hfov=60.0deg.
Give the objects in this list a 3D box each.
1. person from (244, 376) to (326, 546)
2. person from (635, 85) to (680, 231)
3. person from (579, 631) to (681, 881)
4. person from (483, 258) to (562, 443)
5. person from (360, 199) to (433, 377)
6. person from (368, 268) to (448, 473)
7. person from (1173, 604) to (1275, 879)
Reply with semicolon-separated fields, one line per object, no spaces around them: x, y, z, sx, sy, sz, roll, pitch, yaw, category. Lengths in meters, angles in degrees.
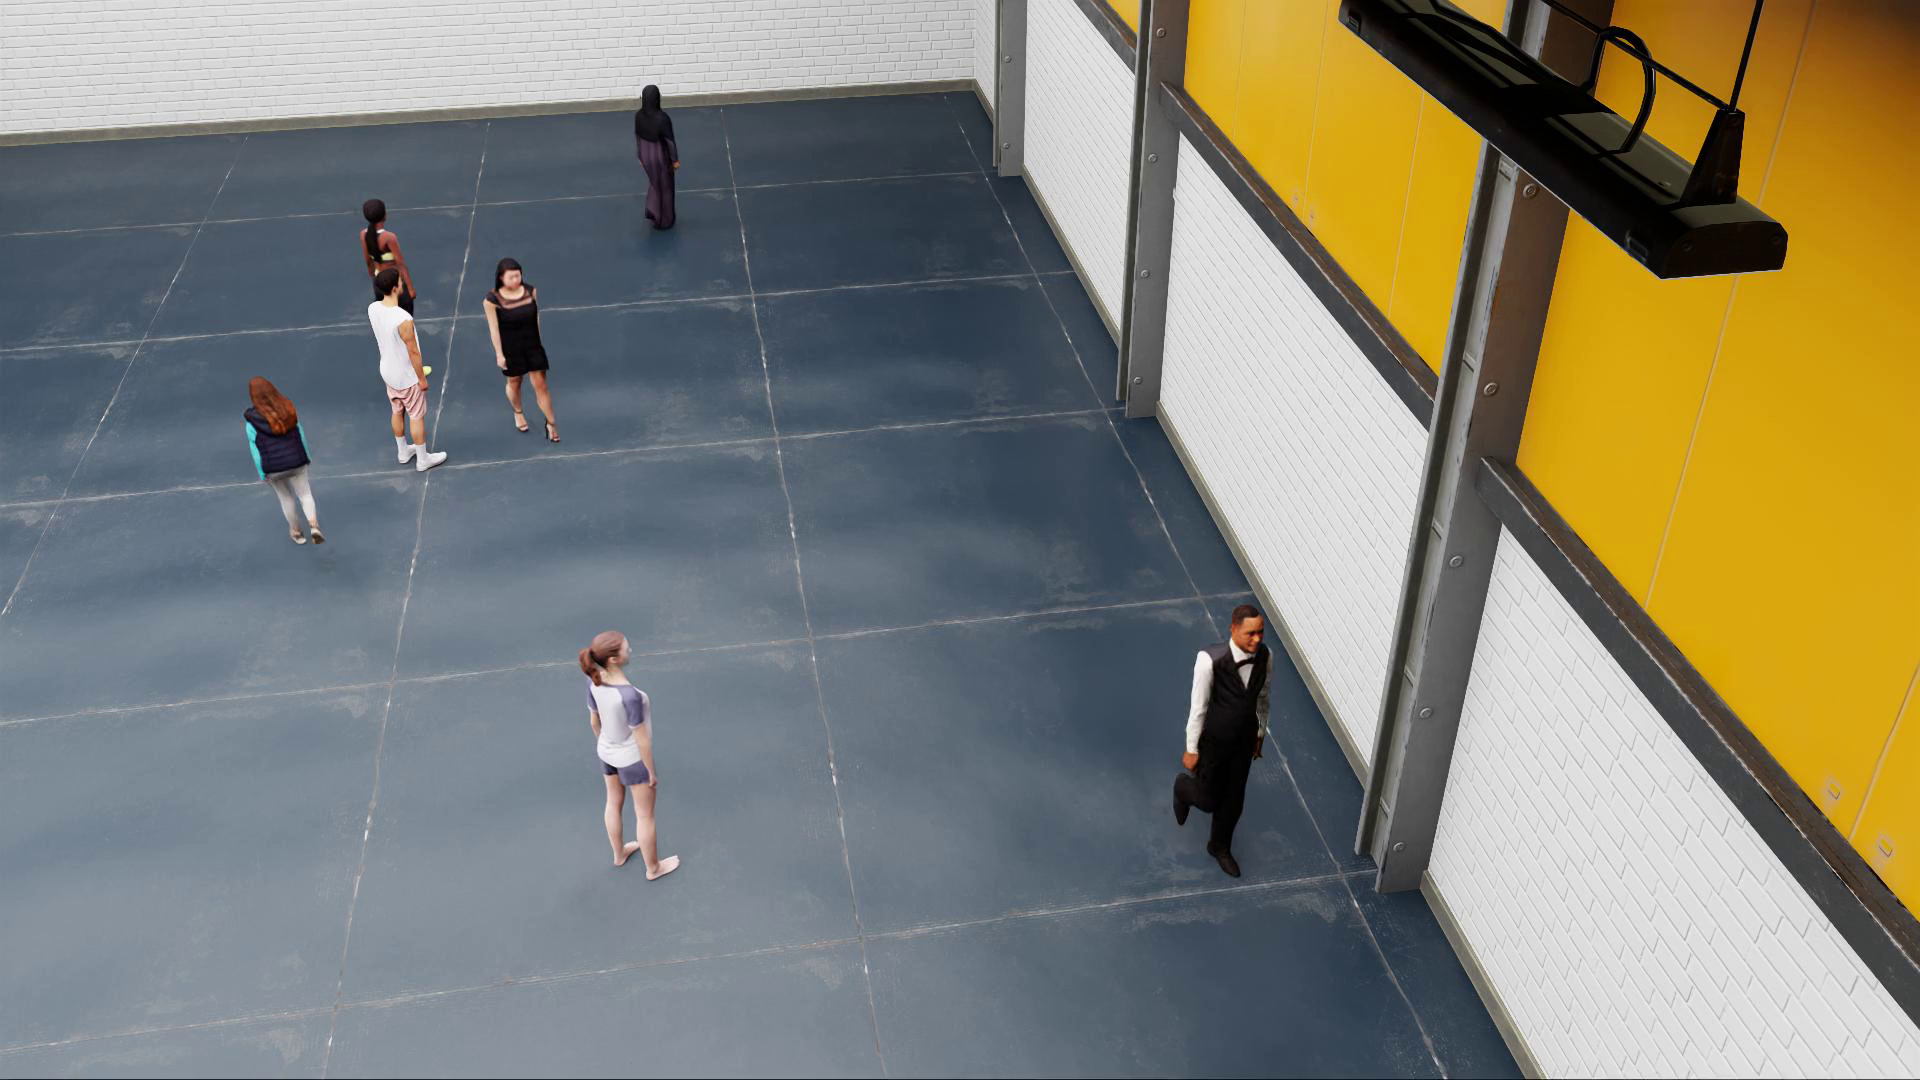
-5.238;-0.579;12.953;0.743;1.493;0.856;-22;39;-29;person
-3.376;-4.183;18.270;0.807;1.608;0.877;15;36;21;person
-1.996;1.281;9.909;0.667;1.765;0.724;20;39;27;person
-3.867;-1.668;14.411;0.860;1.692;0.996;-20;38;-27;person
-5.252;-2.289;15.291;0.647;1.751;0.665;12;35;18;person
-4.697;-1.421;13.958;0.712;1.782;0.773;21;39;29;person
1.551;1.129;10.011;0.802;1.904;0.980;-11;35;-16;person
